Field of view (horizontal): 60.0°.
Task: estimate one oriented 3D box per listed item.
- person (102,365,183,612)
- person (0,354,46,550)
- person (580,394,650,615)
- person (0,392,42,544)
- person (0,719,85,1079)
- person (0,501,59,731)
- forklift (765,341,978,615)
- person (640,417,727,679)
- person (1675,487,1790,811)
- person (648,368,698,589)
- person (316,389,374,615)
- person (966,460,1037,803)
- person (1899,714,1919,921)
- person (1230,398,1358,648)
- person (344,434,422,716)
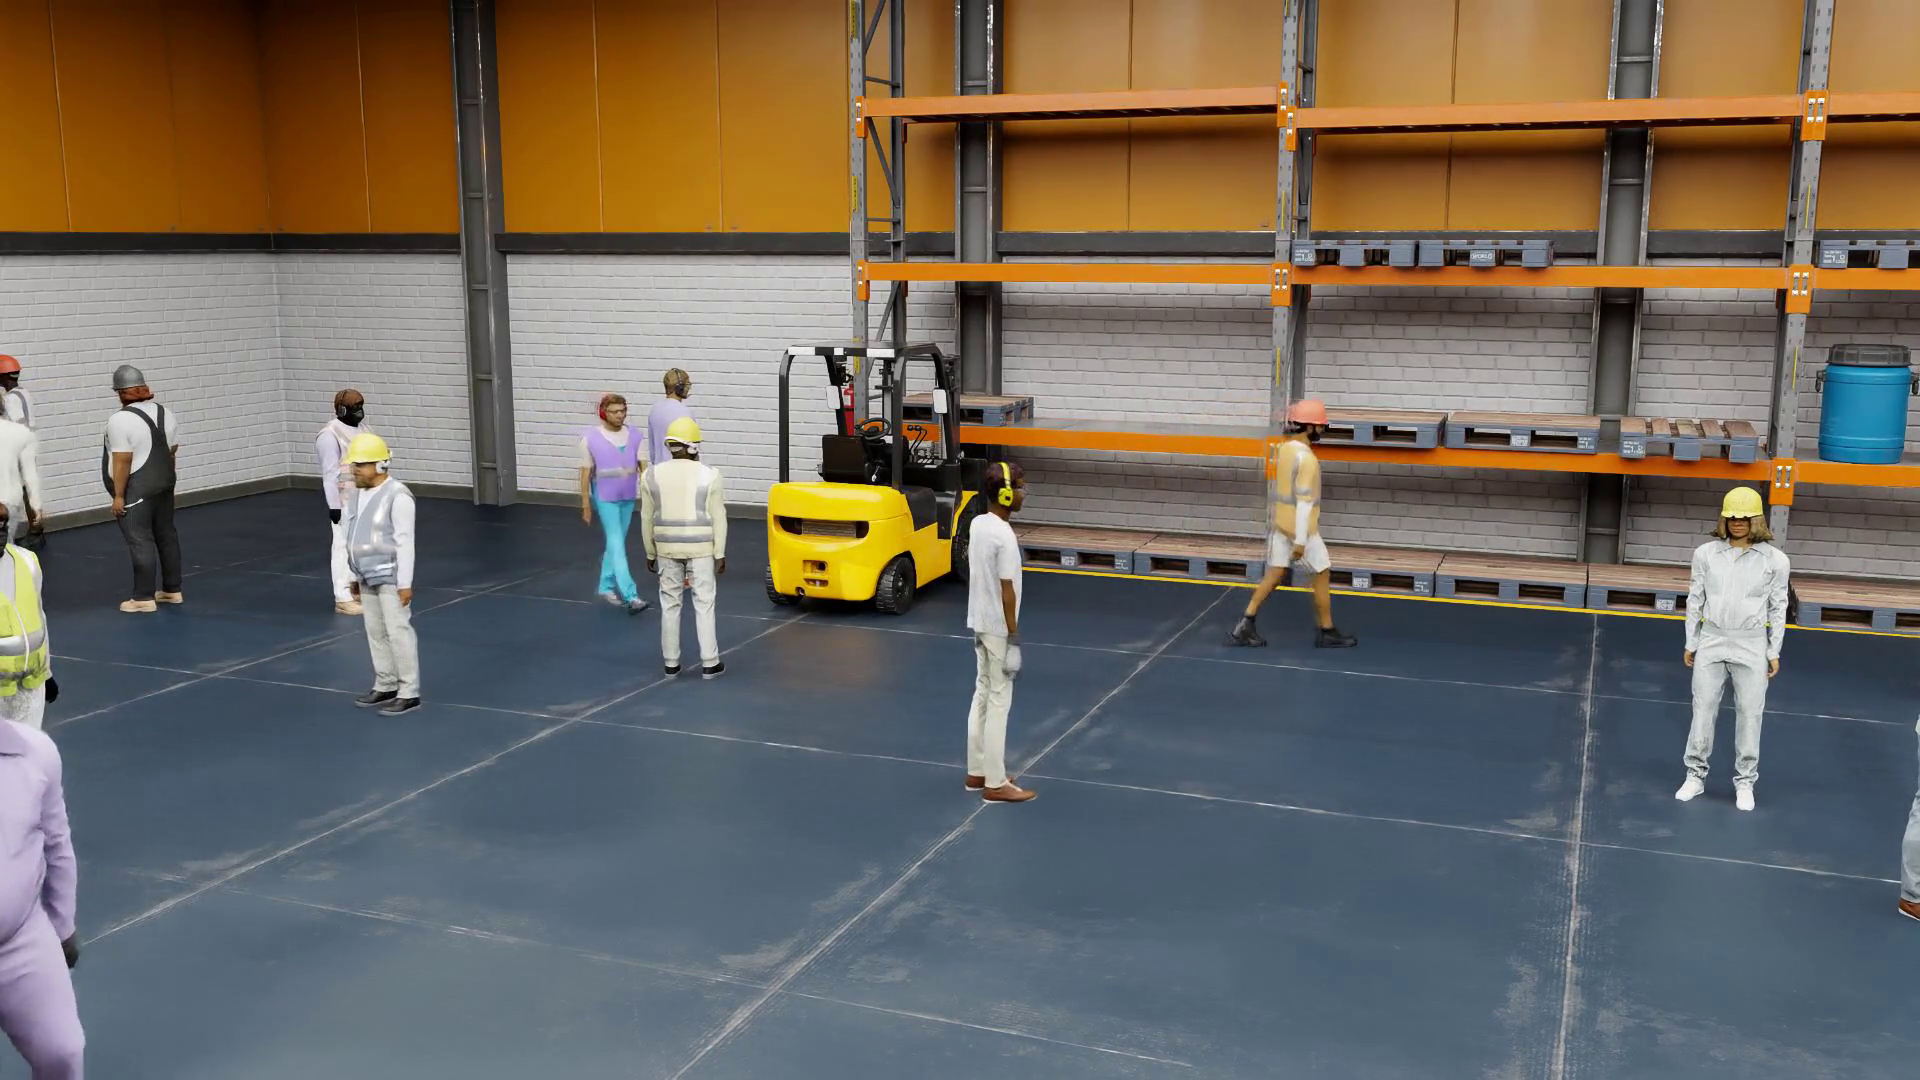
[{"bbox_3d":[-6.797,-0.435,13.741,0.535,2.000,0.684,3,11,15],"label":"person"},{"bbox_3d":[-9.299,-0.861,16.413,0.376,1.934,0.547,-4,11,-19],"label":"person"},{"bbox_3d":[-2.763,-0.297,13.630,0.942,1.794,0.593,10,14,43],"label":"person"},{"bbox_3d":[-7.755,-0.278,13.360,0.658,1.878,1.005,-9,14,-42],"label":"person"},{"bbox_3d":[-2.964,1.226,4.953,0.424,1.883,0.673,10,14,43],"label":"person"},{"bbox_3d":[-4.627,0.695,8.006,0.429,1.842,0.633,4,11,21],"label":"person"},{"bbox_3d":[-0.739,-0.602,14.246,1.214,2.155,2.313,4,11,21],"label":"forklift"},{"bbox_3d":[-1.905,0.064,11.556,0.591,1.829,0.404,1,10,4],"label":"person"},{"bbox_3d":[4.144,0.578,8.926,0.493,1.743,0.298,6,12,32],"label":"person"},{"bbox_3d":[-2.500,-0.541,14.619,0.376,1.940,0.629,-9,13,-41],"label":"person"},{"bbox_3d":[-4.978,-0.323,13.673,0.429,1.841,0.634,2,10,13],"label":"person"},{"bbox_3d":[0.201,0.497,9.062,0.329,1.862,0.544,-4,11,-21],"label":"person"},{"bbox_3d":[4.438,0.901,7.440,0.497,1.632,0.289,-9,14,-41],"label":"person"},{"bbox_3d":[2.498,-0.115,12.363,0.931,1.904,0.557,-3,11,-16],"label":"person"},{"bbox_3d":[-3.728,0.219,10.717,0.590,1.823,0.403,8,13,38],"label":"person"}]
